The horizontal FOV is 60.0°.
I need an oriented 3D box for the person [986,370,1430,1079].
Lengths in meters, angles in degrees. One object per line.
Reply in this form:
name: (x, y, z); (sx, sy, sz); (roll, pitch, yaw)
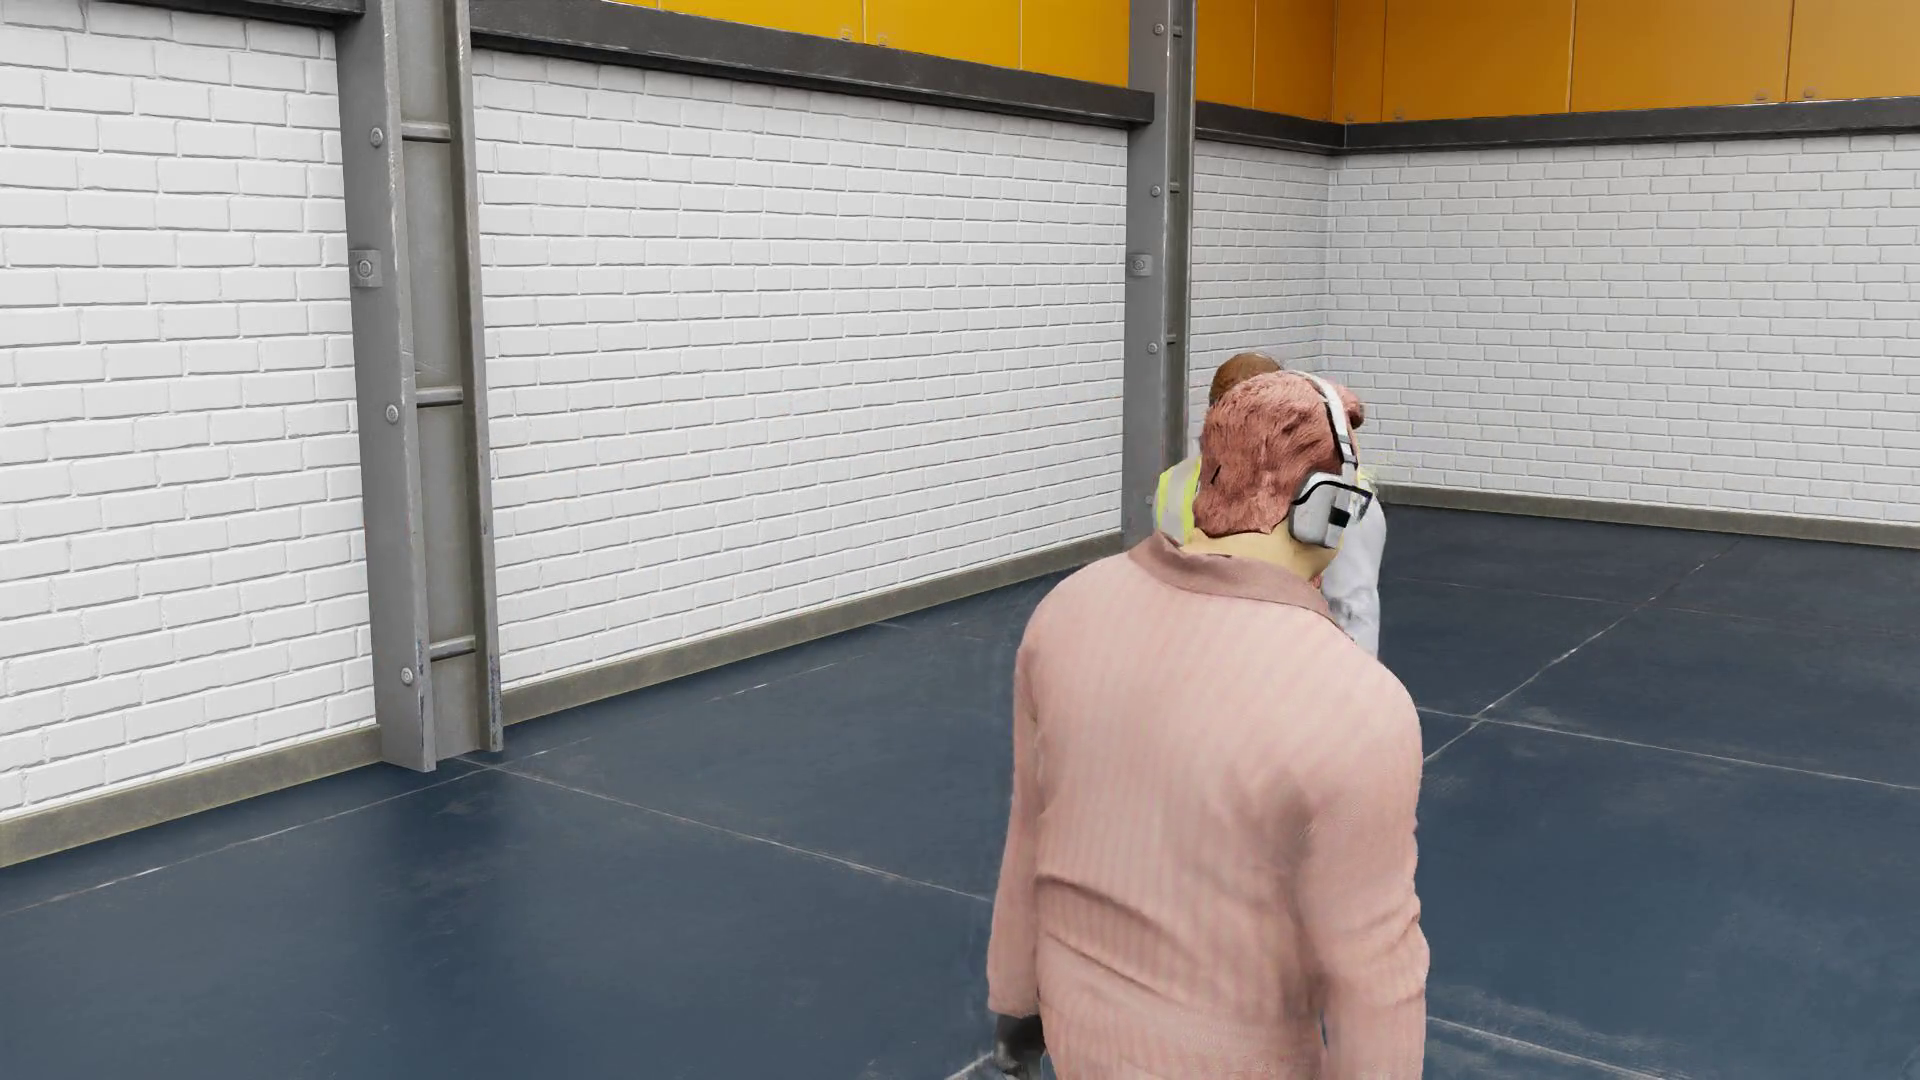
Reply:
person: (0.327, 0.710, 2.275); (0.419, 1.883, 0.692); (-7, 12, -36)

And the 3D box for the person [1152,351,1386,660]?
person: (0.735, 0.430, 4.207); (0.642, 1.789, 0.976); (5, 11, 27)
